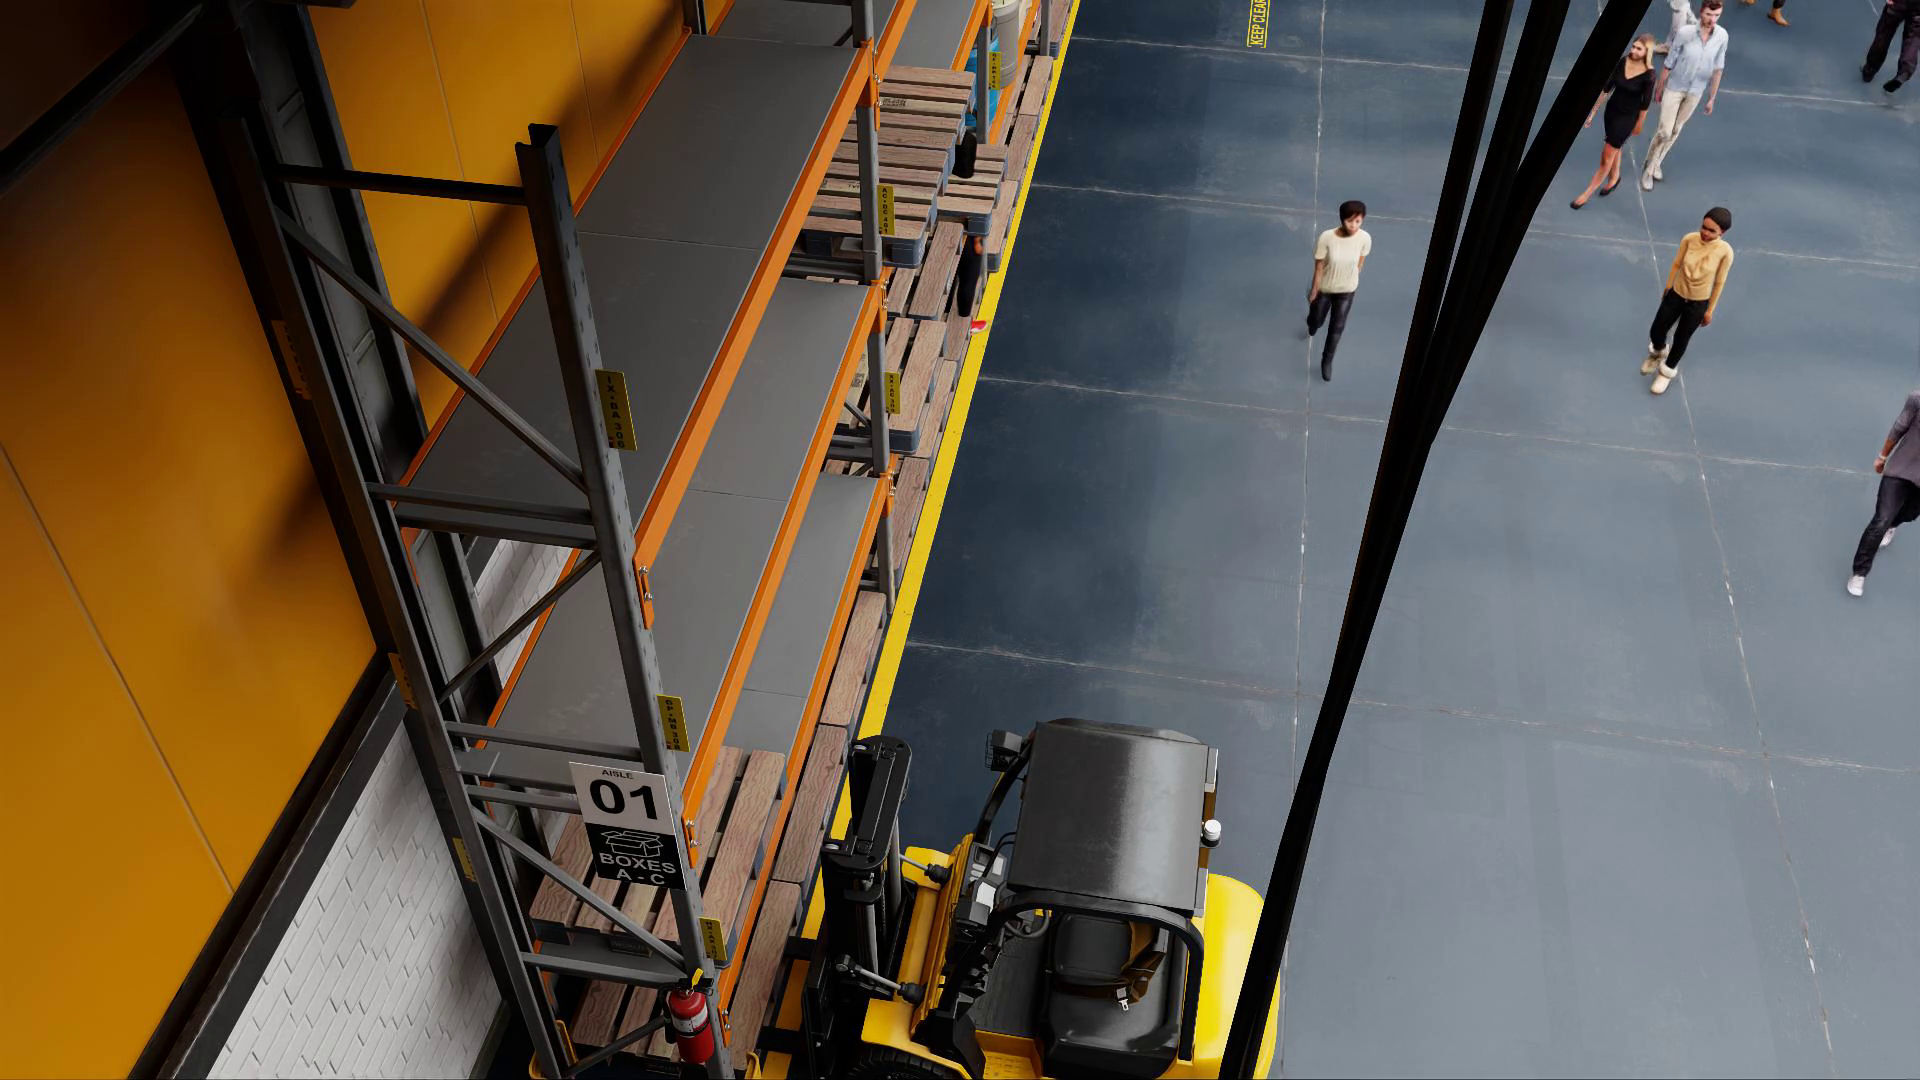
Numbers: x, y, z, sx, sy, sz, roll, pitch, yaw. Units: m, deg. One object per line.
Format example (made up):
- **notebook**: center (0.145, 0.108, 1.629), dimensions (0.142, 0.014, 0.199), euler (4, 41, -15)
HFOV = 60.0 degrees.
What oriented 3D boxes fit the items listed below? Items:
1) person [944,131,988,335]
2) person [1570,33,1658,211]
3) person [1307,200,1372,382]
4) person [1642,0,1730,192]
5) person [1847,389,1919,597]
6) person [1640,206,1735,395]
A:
- **person**: center (-0.007, -2.495, 13.515), dimensions (0.828, 1.815, 0.768), euler (-26, 49, -25)
- **person**: center (6.017, -3.812, 15.022), dimensions (0.973, 1.644, 0.940), euler (-23, 48, -22)
- **person**: center (2.959, -2.032, 13.204), dimensions (0.674, 1.572, 0.846), euler (0, 44, 0)
- **person**: center (6.626, -4.172, 15.264), dimensions (0.724, 1.830, 0.792), euler (0, 44, 0)
- **person**: center (6.593, -0.511, 11.429), dimensions (0.925, 1.819, 1.225), euler (20, 47, 20)
- **person**: center (5.735, -1.911, 13.023), dimensions (0.713, 1.649, 0.758), euler (29, 51, 27)
